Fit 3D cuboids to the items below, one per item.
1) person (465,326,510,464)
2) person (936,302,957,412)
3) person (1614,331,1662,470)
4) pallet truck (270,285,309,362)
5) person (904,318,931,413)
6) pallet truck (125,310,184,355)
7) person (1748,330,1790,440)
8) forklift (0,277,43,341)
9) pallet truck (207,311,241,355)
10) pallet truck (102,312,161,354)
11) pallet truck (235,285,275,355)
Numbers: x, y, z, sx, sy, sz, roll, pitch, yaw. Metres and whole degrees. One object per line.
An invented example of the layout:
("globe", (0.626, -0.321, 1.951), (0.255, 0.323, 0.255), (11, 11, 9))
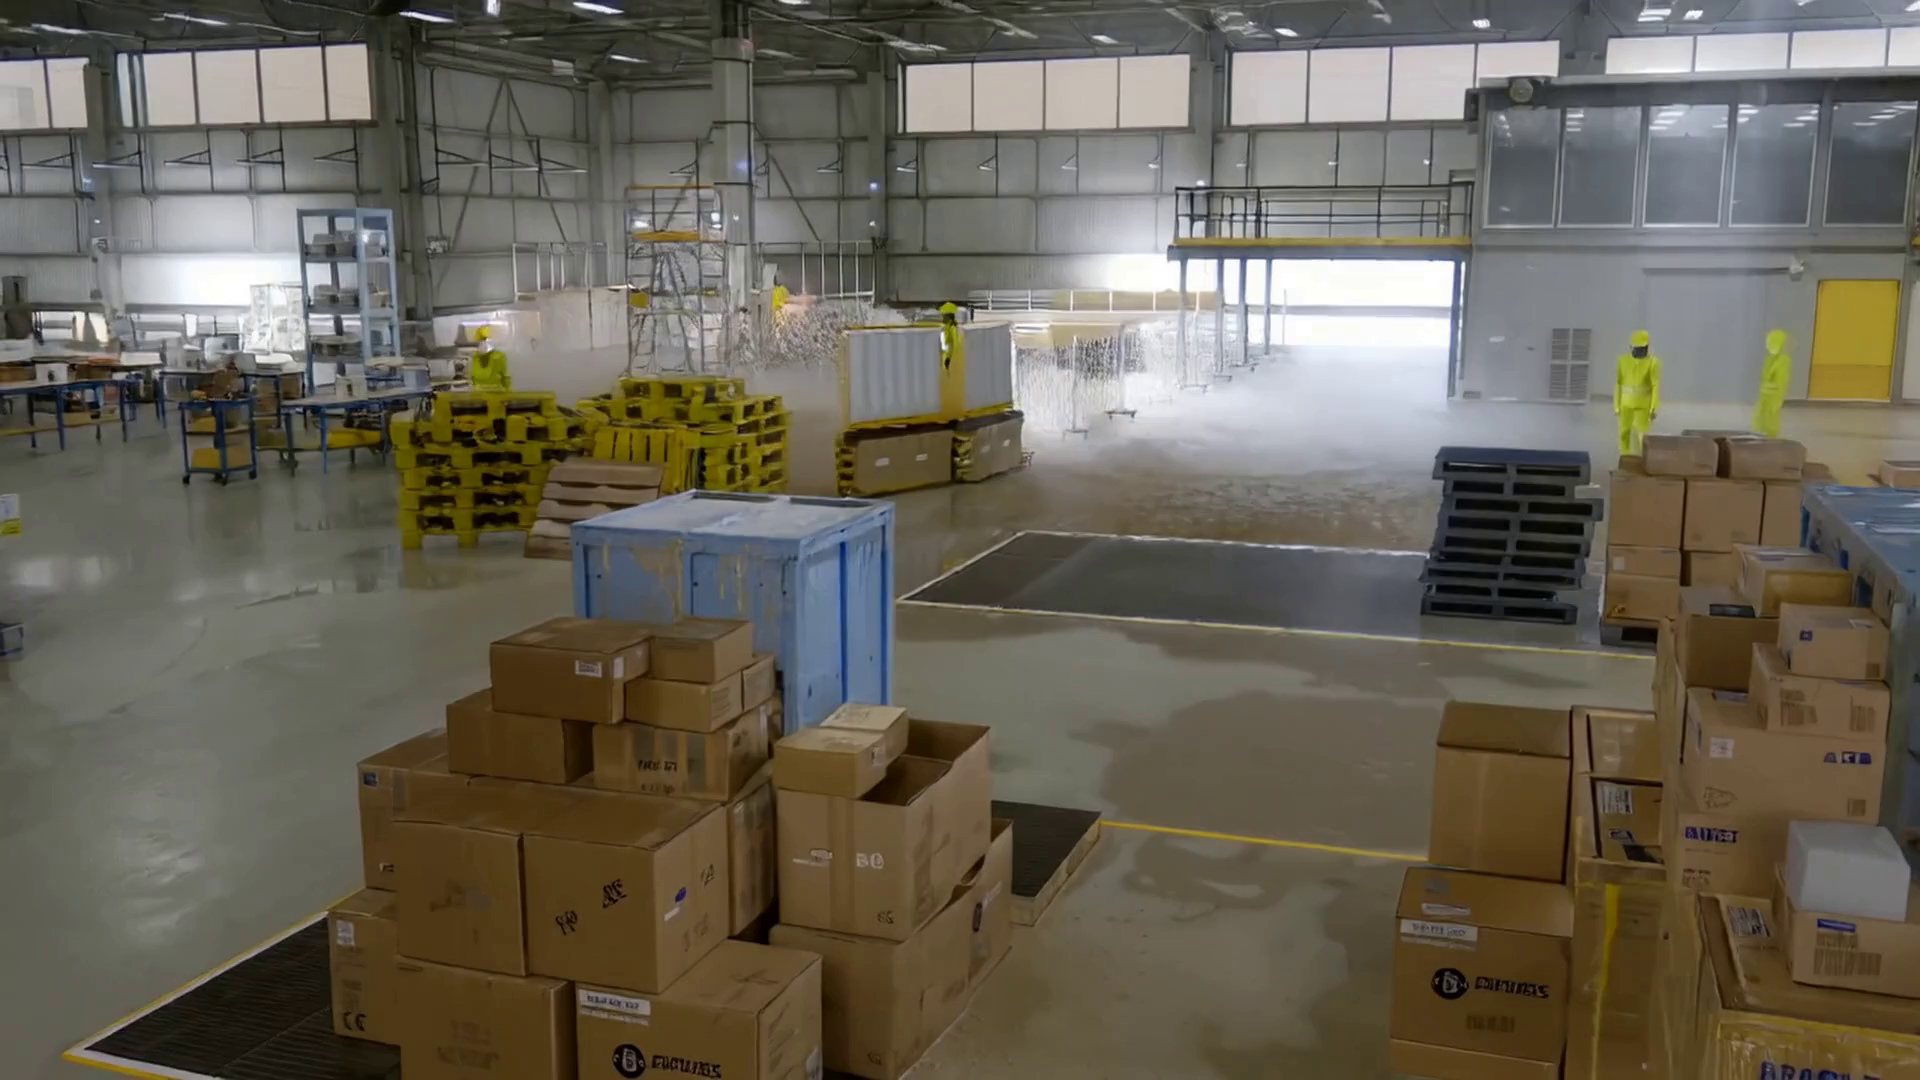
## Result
("person", (-6.606, -1.998, 23.049), (0.579, 1.904, 0.831), (2, 10, 13))
("person", (-0.237, -3.326, 30.306), (0.393, 1.990, 0.616), (0, 10, 1))
("person", (8.767, -1.741, 21.563), (0.542, 1.928, 0.374), (8, 13, 37))
("pallet truck", (-17.147, -5.700, 43.663), (0.823, 1.965, 1.885), (3, 11, 17))
("person", (-0.770, -3.173, 30.235), (0.493, 1.714, 0.795), (-1, 10, -6))
("pallet truck", (-22.038, -5.665, 45.457), (0.704, 1.261, 1.522), (3, 11, 17))
("person", (11.085, -1.931, 22.787), (0.452, 1.868, 0.615), (1, 10, 3))
("forklift", (-27.151, -6.329, 46.328), (1.157, 1.987, 2.680), (3, 11, 17))
("pallet truck", (-19.537, -5.575, 44.913), (0.653, 1.274, 1.630), (3, 11, 19))
("pallet truck", (-23.057, -5.777, 46.261), (0.680, 1.201, 1.601), (3, 11, 19))
("pallet truck", (-18.327, -5.835, 44.421), (0.823, 1.965, 1.885), (4, 11, 23))
